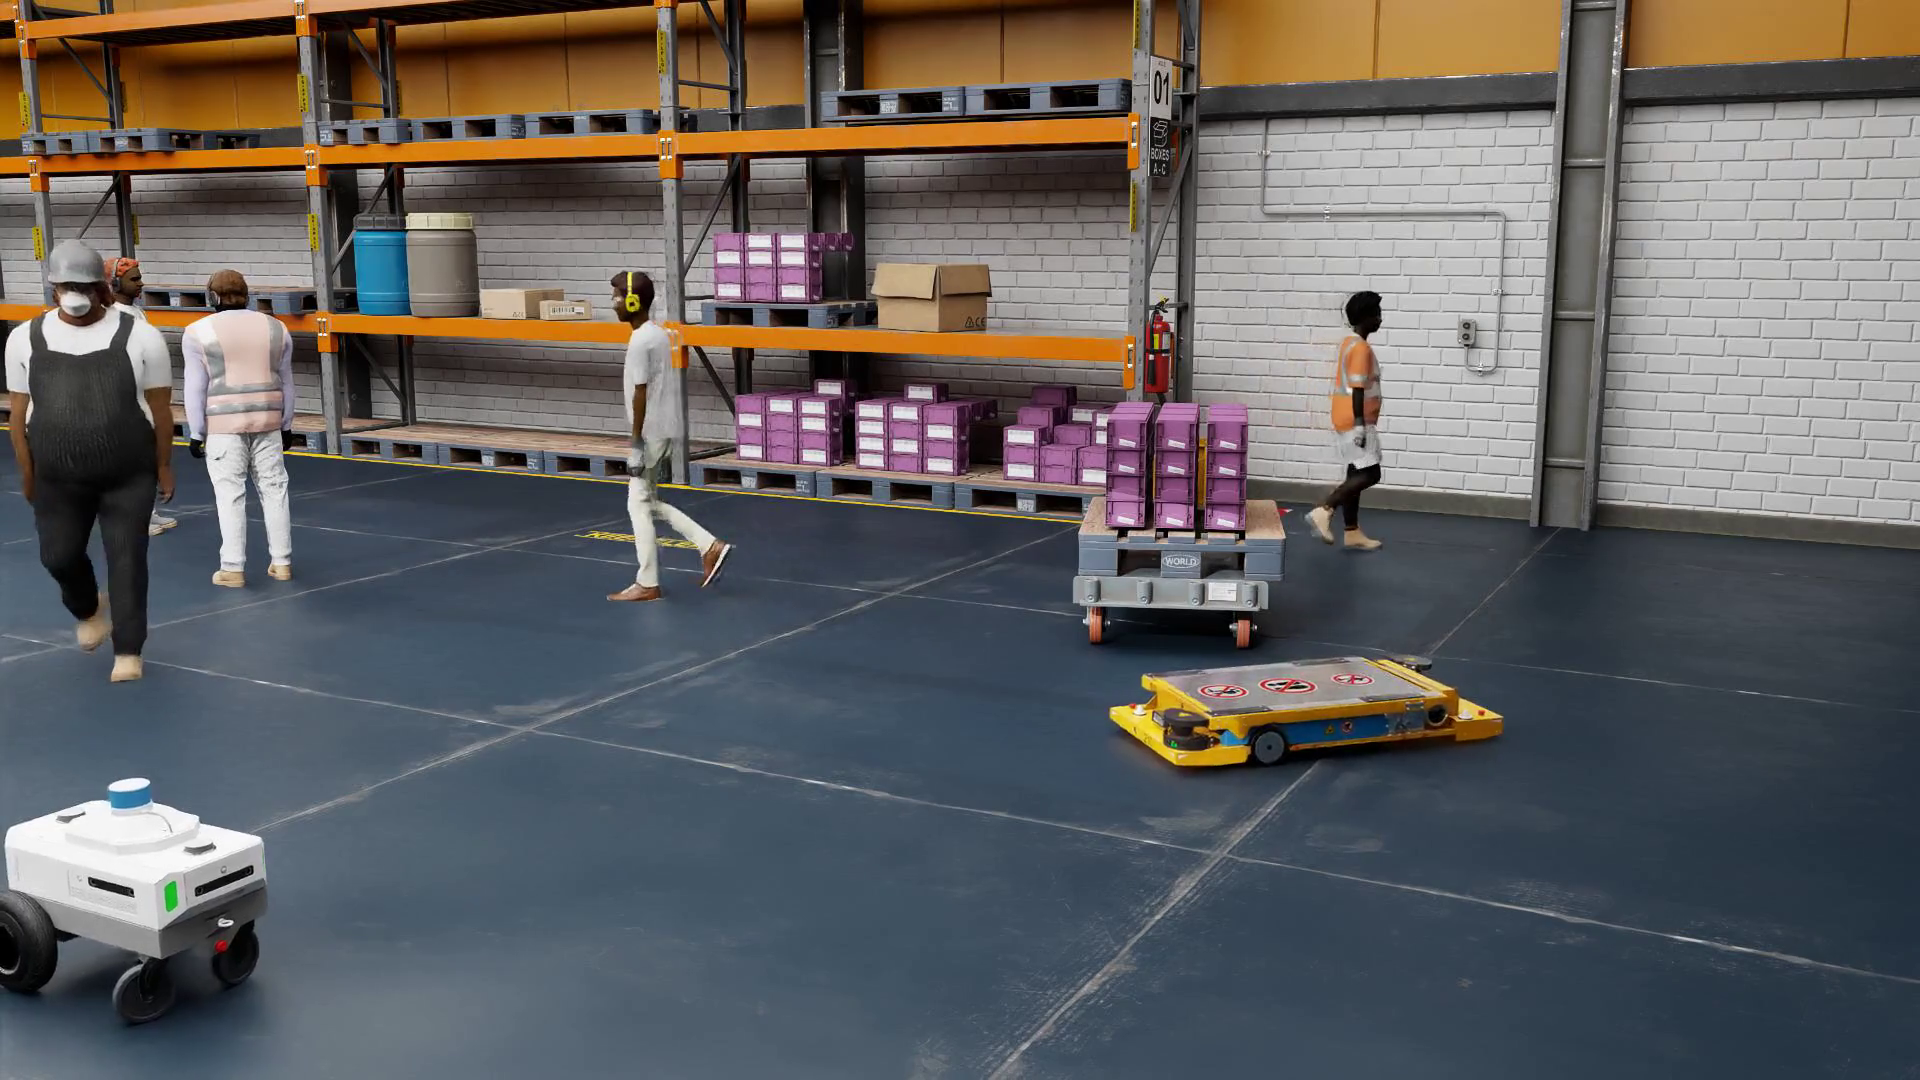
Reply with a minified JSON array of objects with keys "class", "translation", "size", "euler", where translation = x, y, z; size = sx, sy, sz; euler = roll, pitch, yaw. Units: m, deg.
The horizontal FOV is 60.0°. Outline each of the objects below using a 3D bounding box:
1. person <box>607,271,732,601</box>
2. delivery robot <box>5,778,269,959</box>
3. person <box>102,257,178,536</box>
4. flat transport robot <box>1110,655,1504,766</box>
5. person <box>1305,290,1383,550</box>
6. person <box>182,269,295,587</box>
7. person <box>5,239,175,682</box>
[{"class":"person","translation":[-1.648,-0.559,9.203],"size":[0.598,1.847,0.514],"euler":[0,10,0]},{"class":"delivery robot","translation":[-2.229,0.891,4.507],"size":[0.707,0.478,0.477],"euler":[5,12,27]},{"class":"person","translation":[-5.643,-0.975,11.352],"size":[0.355,1.882,0.576],"euler":[-1,10,-6]},{"class":"flat transport robot","translation":[1.395,0.673,6.737],"size":[1.431,0.197,0.652],"euler":[-3,11,-17]},{"class":"person","translation":[2.510,-0.753,10.653],"size":[0.424,1.684,0.550],"euler":[2,10,9]},{"class":"person","translation":[-4.186,-0.646,9.679],"size":[0.623,1.839,0.429],"euler":[-10,14,-43]},{"class":"person","translation":[-3.977,-0.380,7.657],"size":[0.692,2.000,0.650],"euler":[-3,11,-18]}]
